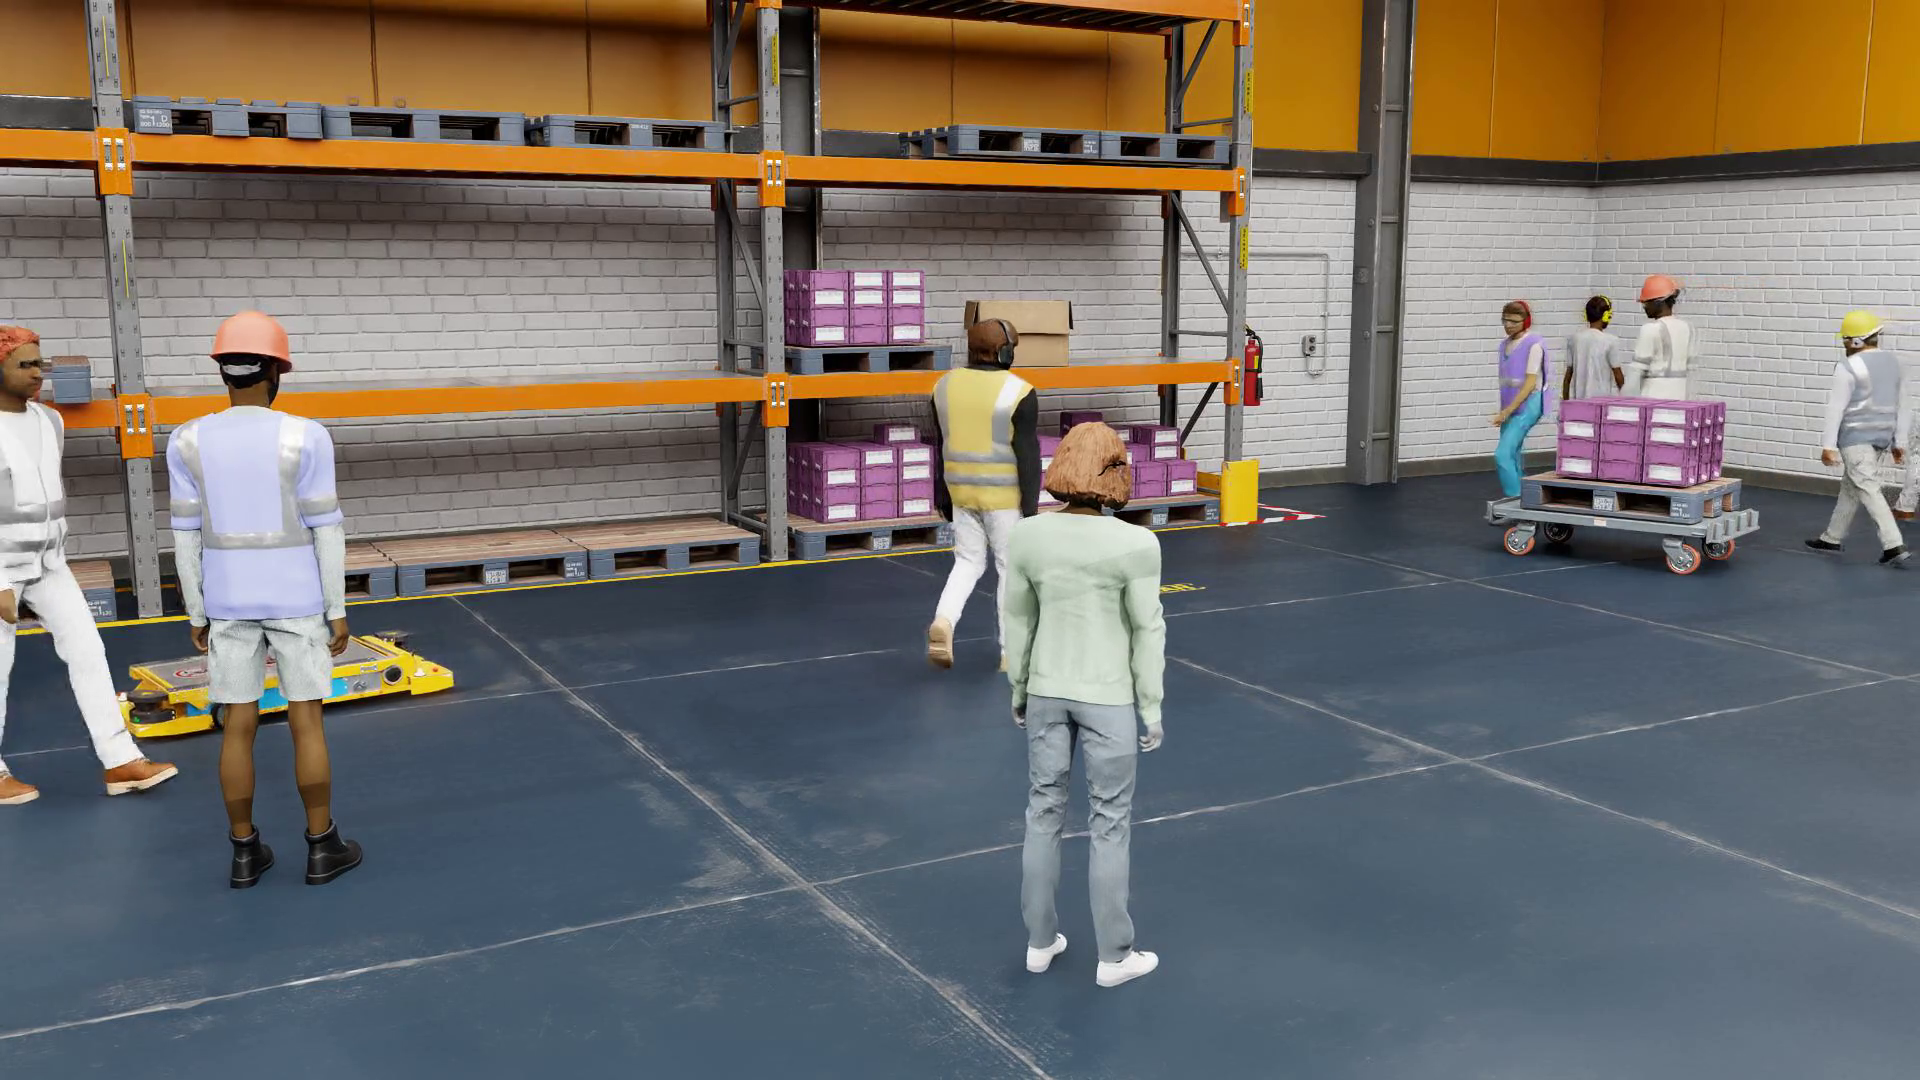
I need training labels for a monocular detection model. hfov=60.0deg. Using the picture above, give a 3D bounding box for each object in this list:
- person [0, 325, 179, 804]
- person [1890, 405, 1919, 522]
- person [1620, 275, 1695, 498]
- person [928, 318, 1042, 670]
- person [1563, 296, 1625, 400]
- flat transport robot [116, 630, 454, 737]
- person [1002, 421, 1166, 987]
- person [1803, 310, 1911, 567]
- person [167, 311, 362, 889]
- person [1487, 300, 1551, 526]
[{"bbox_3d":[-3.479,0.121,6.335,0.911,1.845,0.590,2,10,13],"label":"person"},{"bbox_3d":[7.904,-1.050,13.278,0.641,1.912,0.899,-3,10,-16],"label":"person"},{"bbox_3d":[5.460,-1.092,13.262,0.609,2.004,0.884,-8,12,-40],"label":"person"},{"bbox_3d":[0.130,-0.209,8.414,0.642,1.822,0.652,6,11,32],"label":"person"},{"bbox_3d":[5.328,-1.119,13.947,0.704,1.844,0.534,-5,11,-29],"label":"person"},{"bbox_3d":[-3.211,0.657,7.852,1.431,0.197,0.652,-8,12,-40],"label":"flat transport robot"},{"bbox_3d":[0.360,0.472,4.835,0.503,1.632,0.274,6,11,31],"label":"person"},{"bbox_3d":[6.353,-0.718,11.658,0.605,1.781,0.940,-4,10,-21],"label":"person"},{"bbox_3d":[-2.313,0.207,5.560,0.543,1.928,0.370,-1,9,-4],"label":"person"},{"bbox_3d":[4.432,-0.999,13.267,0.486,1.808,0.591,-2,9,-10],"label":"person"}]
